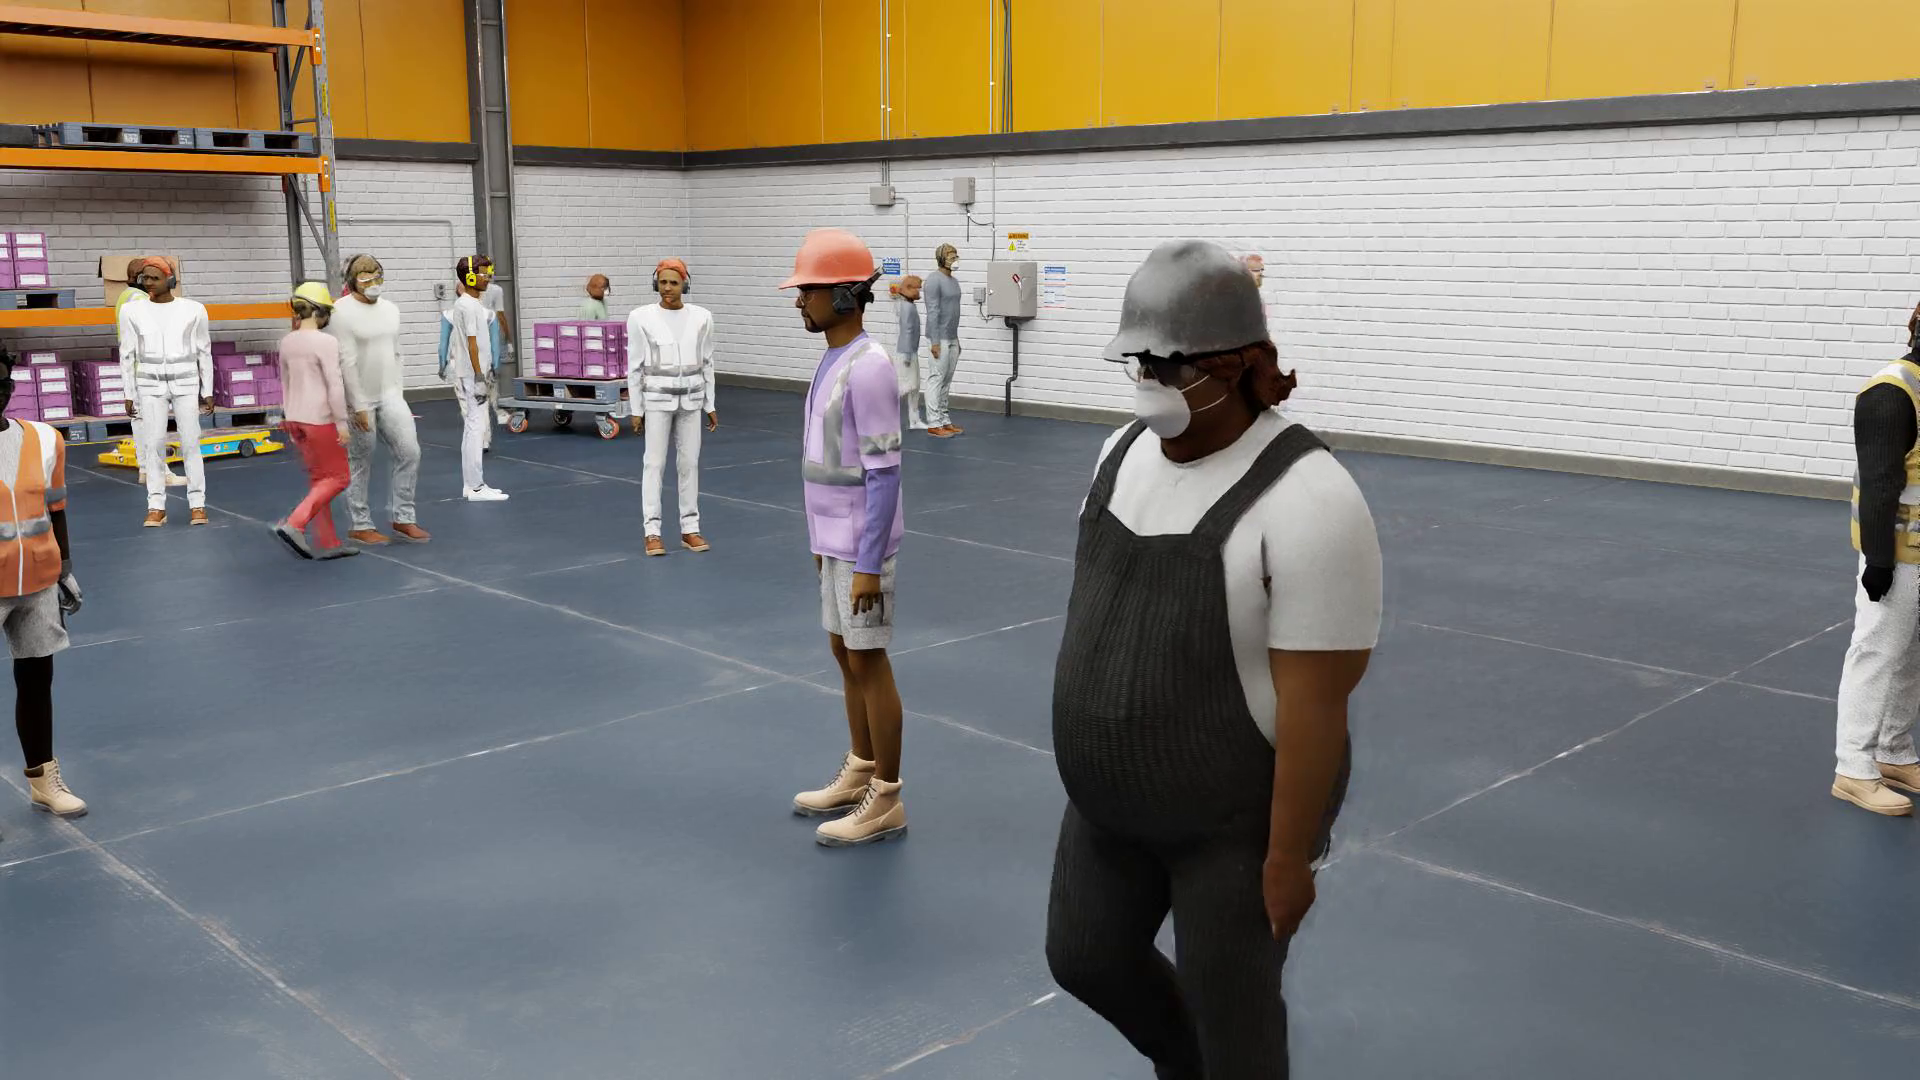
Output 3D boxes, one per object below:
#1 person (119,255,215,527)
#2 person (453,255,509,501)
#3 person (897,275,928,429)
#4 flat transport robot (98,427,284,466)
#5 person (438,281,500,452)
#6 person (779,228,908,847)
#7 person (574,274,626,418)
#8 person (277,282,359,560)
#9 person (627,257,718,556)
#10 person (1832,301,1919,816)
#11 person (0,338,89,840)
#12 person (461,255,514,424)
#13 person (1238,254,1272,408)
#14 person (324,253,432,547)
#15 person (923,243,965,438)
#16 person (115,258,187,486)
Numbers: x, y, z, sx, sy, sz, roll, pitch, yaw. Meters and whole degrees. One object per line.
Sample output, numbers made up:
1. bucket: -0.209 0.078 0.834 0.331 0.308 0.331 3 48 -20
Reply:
1. person: -5.515 -1.031 11.593 0.584 1.881 0.337 -4 11 -20
2. person: -3.695 -1.234 12.741 0.329 1.872 0.511 -4 11 -23
3. person: -0.596 -1.942 17.314 0.577 1.613 0.498 0 10 0
4. flat transport robot: -6.928 -0.853 15.024 0.652 0.197 1.431 6 12 28
5. person: -4.509 -1.570 15.247 0.523 1.619 0.561 -6 12 -30
6. person: -0.389 0.000 5.536 0.395 2.042 0.611 -3 11 -17
7. person: -4.070 -2.141 18.398 0.640 1.602 0.525 1 10 3
8. person: -4.015 -0.718 10.262 0.556 1.735 0.533 7 13 34
9. person: -1.823 -0.846 10.588 0.577 1.882 0.349 -6 12 -28
10. person: 3.391 0.039 5.884 0.630 1.839 0.429 -7 13 -35
11. person: -3.247 0.156 5.632 0.321 1.696 0.536 7 12 32
12. person: -5.039 -2.089 17.559 0.545 1.829 0.918 4 11 21
13. person: 2.502 -1.517 14.324 0.988 1.854 0.669 8 13 37
14. person: -3.748 -0.874 10.686 0.690 1.900 0.643 5 12 27
15. person: -0.159 -2.007 16.769 0.371 1.940 0.627 4 11 22
16. person: -6.559 -1.353 13.478 0.429 1.841 0.625 -8 13 -38
